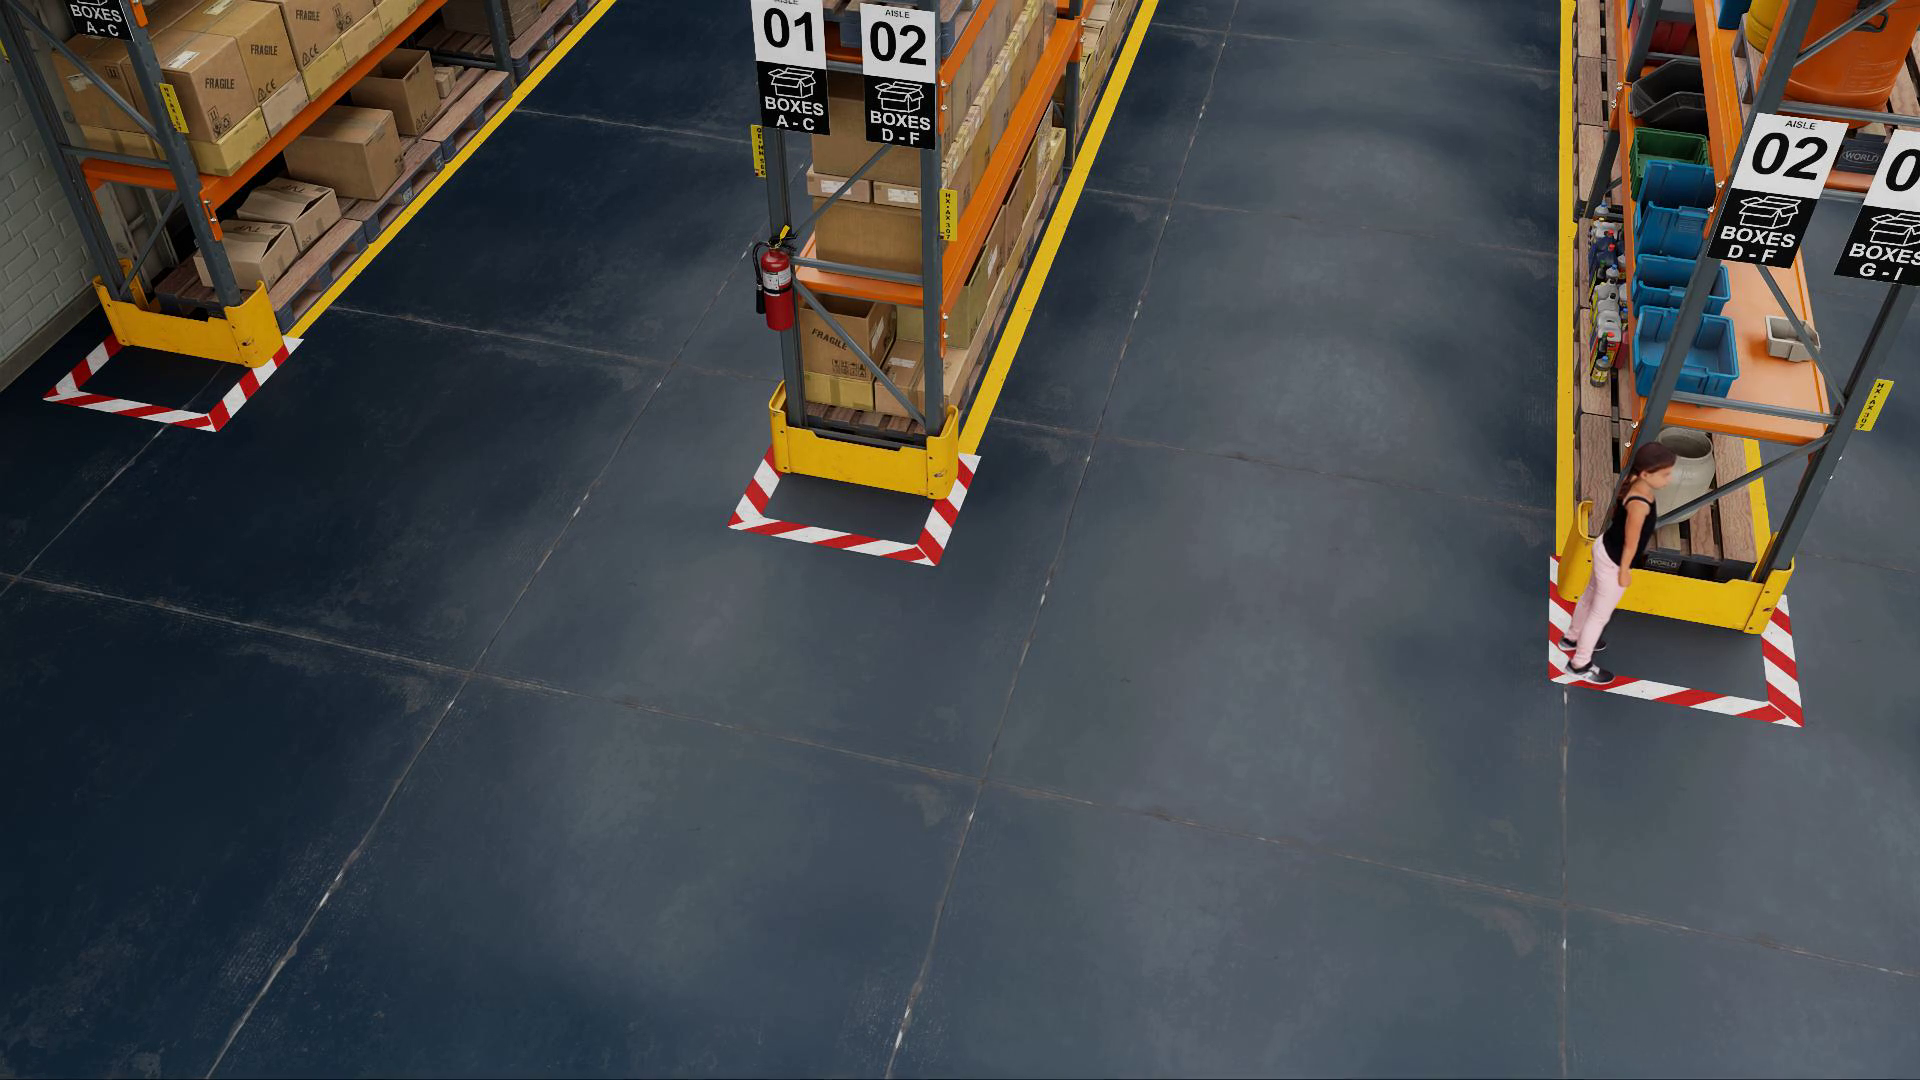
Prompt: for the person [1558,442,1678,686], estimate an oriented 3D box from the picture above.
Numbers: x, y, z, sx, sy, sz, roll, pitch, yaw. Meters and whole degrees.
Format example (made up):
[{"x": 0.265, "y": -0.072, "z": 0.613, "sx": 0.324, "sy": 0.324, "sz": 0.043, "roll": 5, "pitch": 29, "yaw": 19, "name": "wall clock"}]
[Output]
[{"x": 3.536, "y": 0.104, "z": 8.985, "sx": 0.603, "sy": 1.563, "sz": 0.463, "roll": 8, "pitch": 44, "yaw": 8, "name": "person"}]
